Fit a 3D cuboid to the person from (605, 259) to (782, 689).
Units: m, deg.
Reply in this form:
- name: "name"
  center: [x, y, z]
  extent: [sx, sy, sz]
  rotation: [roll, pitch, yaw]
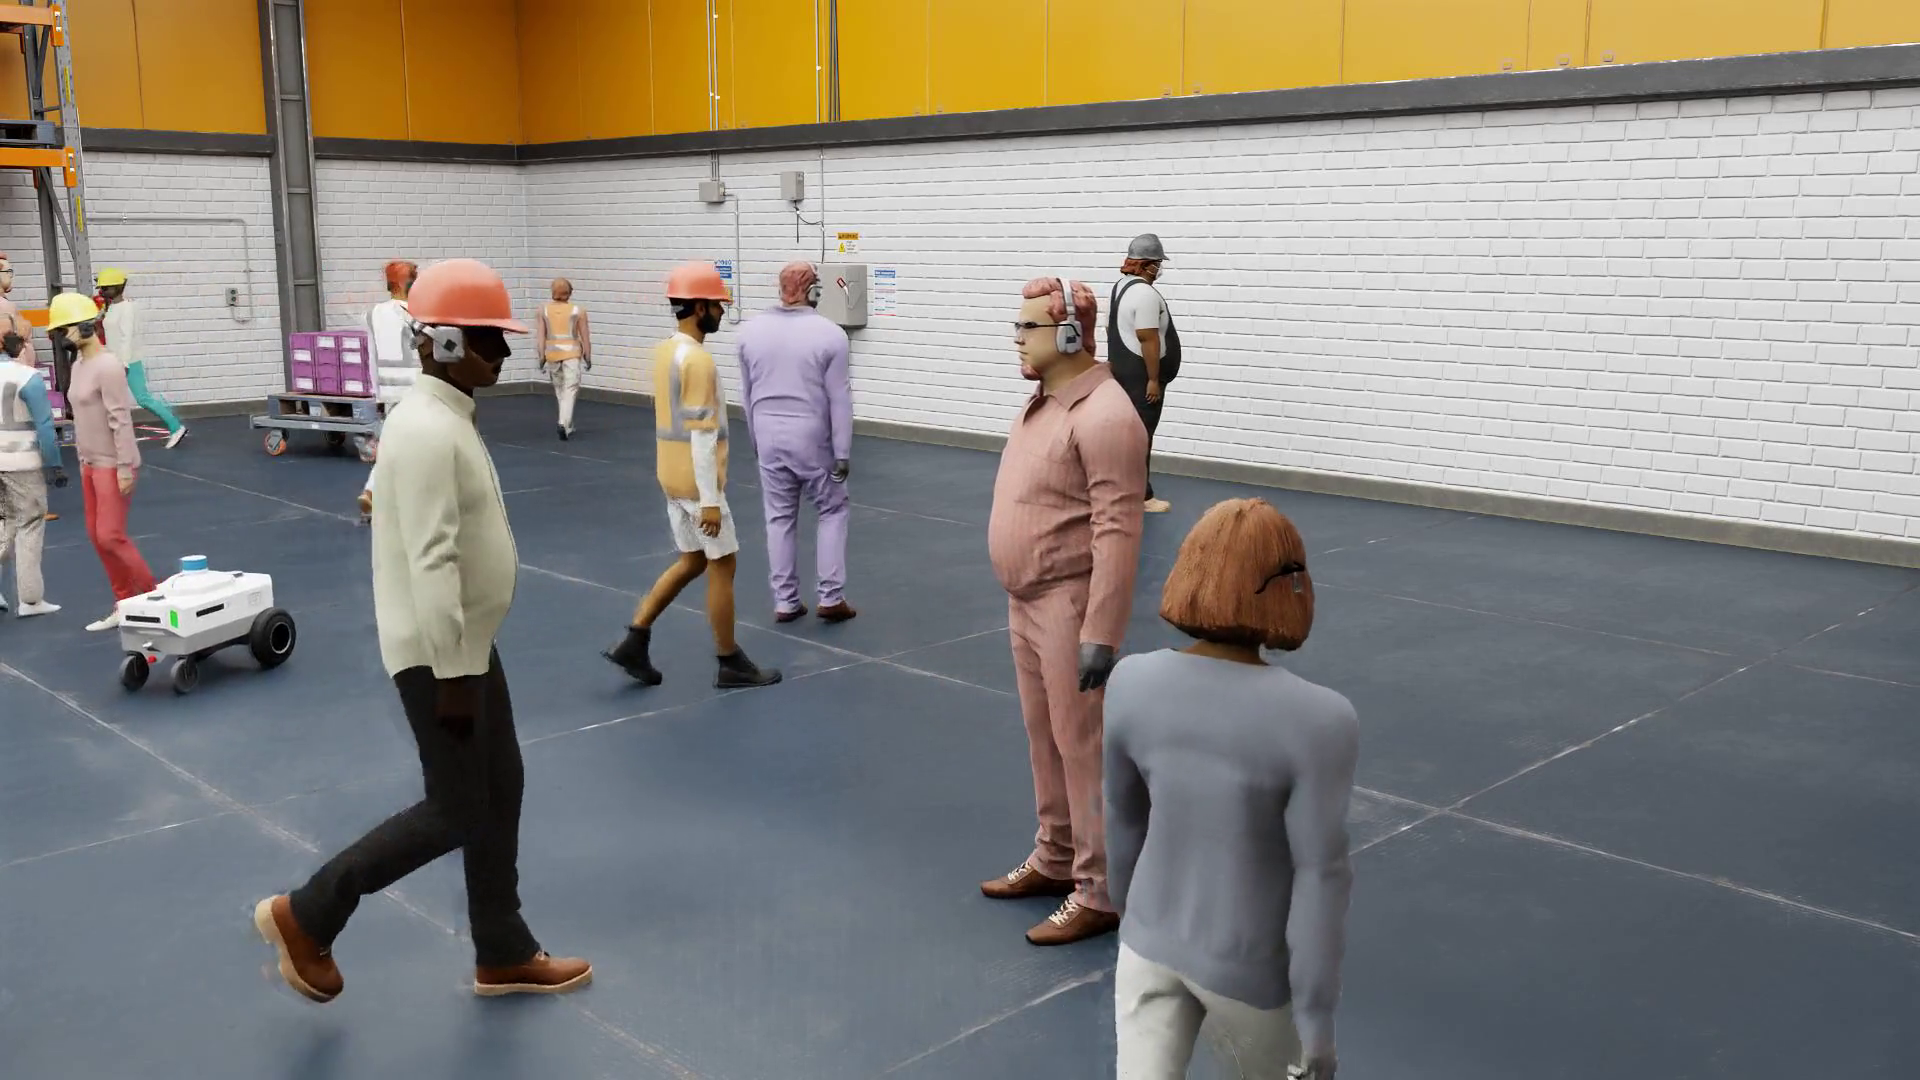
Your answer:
- name: "person"
  center: [-1.195, -0.268, 7.343]
  extent: [0.659, 1.928, 0.557]
  rotation: [-5, 11, -24]

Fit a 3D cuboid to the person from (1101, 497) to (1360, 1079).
- name: "person"
  center: [0.473, 0.710, 2.883]
  extent: [0.519, 1.581, 0.872]
  rotation: [9, 13, 39]

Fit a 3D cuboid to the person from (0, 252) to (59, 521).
- name: "person"
  center: [-6.734, -1.068, 11.737]
  extent: [0.641, 1.909, 0.409]
  rotation: [7, 13, 34]

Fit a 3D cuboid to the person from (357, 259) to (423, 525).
- name: "person"
  center: [-3.832, -0.989, 11.429]
  extent: [0.591, 1.864, 0.771]
  rotation: [5, 12, 26]

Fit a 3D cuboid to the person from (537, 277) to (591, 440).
- name: "person"
  center: [-3.962, -1.813, 16.608]
  extent: [0.523, 1.612, 0.770]
  rotation: [1, 10, 4]

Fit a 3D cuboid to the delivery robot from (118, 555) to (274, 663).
- name: "delivery robot"
  center: [-3.493, 0.315, 7.624]
  extent: [0.477, 0.478, 0.707]
  rotation: [3, 11, 15]

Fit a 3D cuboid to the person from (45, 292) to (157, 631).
- name: "person"
  center: [-4.323, -0.364, 8.359]
  extent: [0.552, 1.743, 0.361]
  rotation: [10, 14, 43]

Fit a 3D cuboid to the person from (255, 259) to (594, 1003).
- name: "person"
  center: [-1.392, 0.270, 4.269]
  extent: [0.725, 1.968, 0.623]
  rotation: [-2, 11, -9]

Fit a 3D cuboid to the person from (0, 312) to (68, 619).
- name: "person"
  center: [-4.994, -0.382, 8.767]
  extent: [0.533, 1.626, 0.357]
  rotation: [3, 11, 17]

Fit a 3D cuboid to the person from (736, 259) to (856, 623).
- name: "person"
  center: [-0.831, -0.500, 8.660]
  extent: [0.666, 1.898, 0.475]
  rotation: [3, 11, 18]

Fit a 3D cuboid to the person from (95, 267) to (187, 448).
- name: "person"
  center: [-7.749, -1.683, 15.567]
  extent: [0.517, 1.734, 0.839]
  rotation: [9, 14, 40]

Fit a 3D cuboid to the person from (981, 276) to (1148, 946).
- name: "person"
  center: [0.278, 0.202, 4.808]
  extent: [0.405, 1.906, 0.653]
  rotation: [-3, 11, -18]

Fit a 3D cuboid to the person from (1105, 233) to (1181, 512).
- name: "person"
  center: [1.365, -1.235, 12.278]
  extent: [0.535, 2.000, 0.685]
  rotation: [-3, 11, -16]
